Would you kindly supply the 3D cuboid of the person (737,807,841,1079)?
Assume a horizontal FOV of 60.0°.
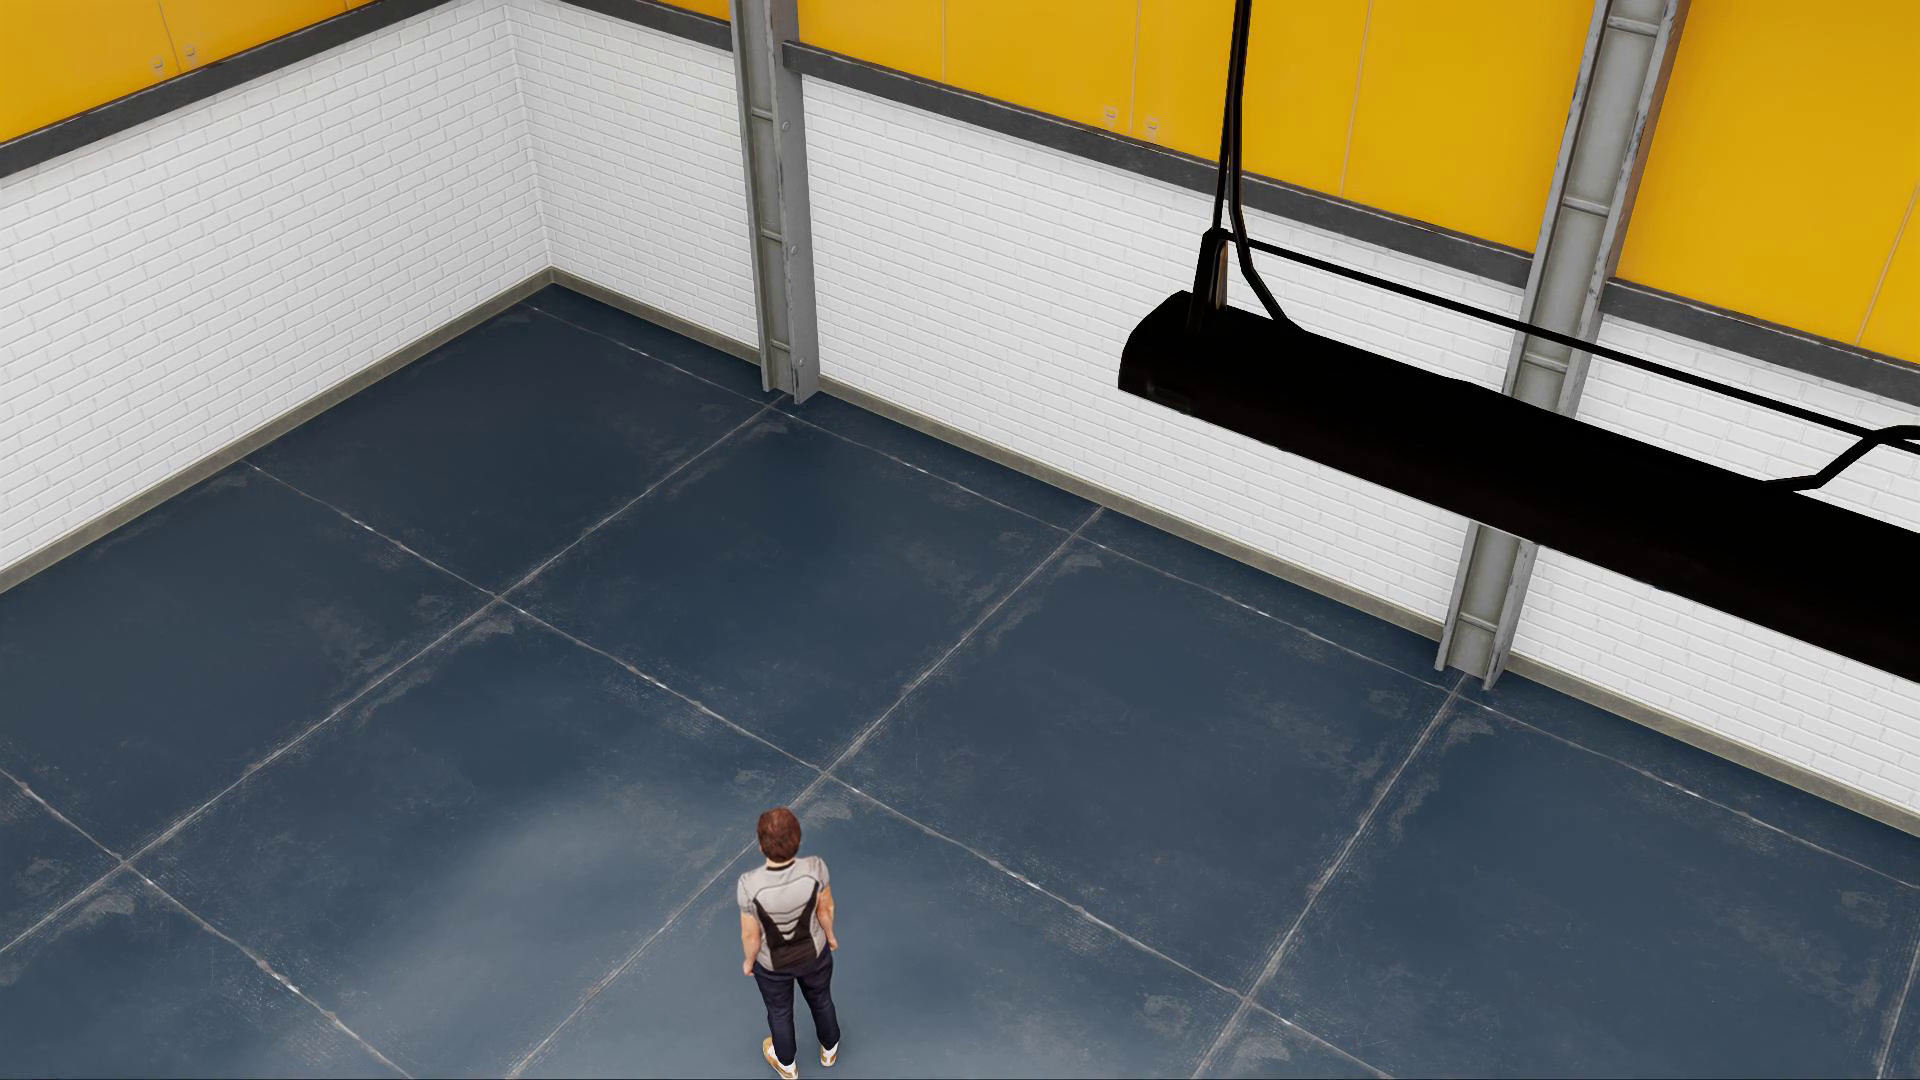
[{"bbox_3d":[-0.854,2.052,8.386,0.727,1.895,0.749,-13,40,-16],"label":"person"}]
